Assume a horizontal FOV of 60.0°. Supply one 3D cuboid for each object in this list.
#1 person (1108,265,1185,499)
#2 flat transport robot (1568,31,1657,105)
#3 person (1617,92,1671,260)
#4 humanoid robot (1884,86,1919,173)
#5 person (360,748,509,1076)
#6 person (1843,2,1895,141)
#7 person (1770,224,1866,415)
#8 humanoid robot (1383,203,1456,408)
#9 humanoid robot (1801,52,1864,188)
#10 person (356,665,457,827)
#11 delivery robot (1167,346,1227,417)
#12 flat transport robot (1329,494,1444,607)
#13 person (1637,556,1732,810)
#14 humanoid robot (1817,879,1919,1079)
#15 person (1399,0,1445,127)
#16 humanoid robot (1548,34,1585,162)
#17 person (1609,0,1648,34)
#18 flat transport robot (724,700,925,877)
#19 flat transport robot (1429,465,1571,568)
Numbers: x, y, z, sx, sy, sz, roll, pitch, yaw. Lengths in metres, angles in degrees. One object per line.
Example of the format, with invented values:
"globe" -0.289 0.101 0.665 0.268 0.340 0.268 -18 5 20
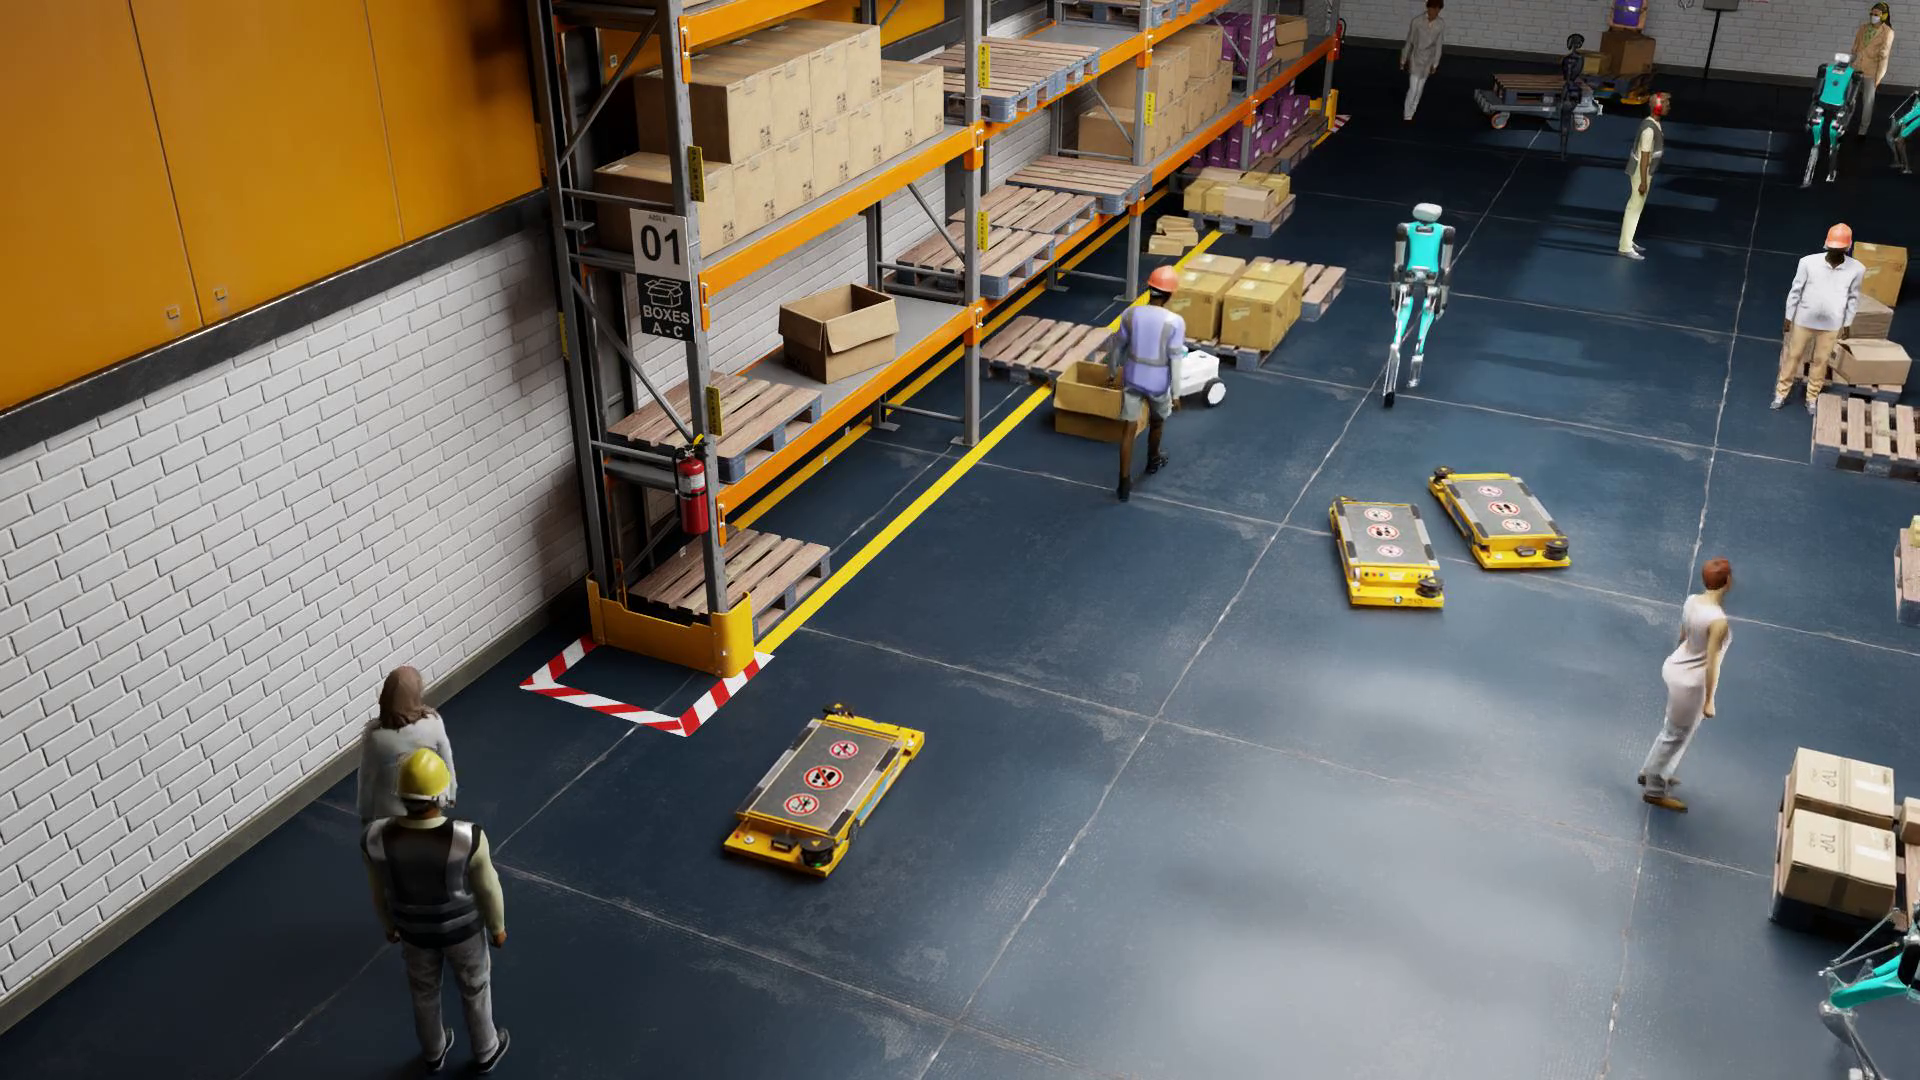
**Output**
"person" 1.516 -1.321 13.465 0.686 1.880 0.930 13 31 23
"flat transport robot" 9.900 -6.940 25.597 1.431 0.231 0.659 22 35 35
"person" 7.654 -4.090 18.646 0.385 1.849 0.569 11 30 20
"humanoid robot" 12.475 -5.674 21.689 0.738 1.757 0.533 -1 28 -2
"person" -2.427 1.773 7.810 0.599 1.818 0.403 0 28 -1
"person" 12.608 -6.512 23.126 0.391 1.869 0.554 -15 32 -26
"person" 7.650 -1.968 14.812 0.574 1.749 0.333 11 30 20
"humanoid robot" 4.086 -2.070 15.044 0.558 1.756 0.984 12 30 20
"humanoid robot" 11.091 -5.321 21.088 0.556 1.809 0.934 24 36 36
"person" -2.876 1.384 8.719 0.511 1.624 0.654 -24 36 -37
"delivery robot" 2.020 -1.474 15.154 0.784 0.589 0.499 -19 34 -31
"flat transport robot" 3.212 0.072 12.596 0.659 0.231 1.431 2 28 4
"person" 4.245 0.859 9.703 0.290 1.635 0.485 2 28 4
"humanoid robot" 4.309 1.888 7.755 0.669 1.875 0.532 18 33 30
"person" 6.603 -6.815 23.757 0.562 1.797 0.736 0 28 -1
"humanoid robot" 8.096 -5.898 22.166 0.315 1.657 0.599 14 31 24
"person" 10.340 -7.989 25.792 0.533 1.930 0.423 20 34 32
"flat transport robot" -0.789 1.468 10.005 0.659 0.231 1.431 11 30 19
"flat transport robot" 4.227 -0.191 13.082 0.659 0.231 1.431 -1 28 -3
